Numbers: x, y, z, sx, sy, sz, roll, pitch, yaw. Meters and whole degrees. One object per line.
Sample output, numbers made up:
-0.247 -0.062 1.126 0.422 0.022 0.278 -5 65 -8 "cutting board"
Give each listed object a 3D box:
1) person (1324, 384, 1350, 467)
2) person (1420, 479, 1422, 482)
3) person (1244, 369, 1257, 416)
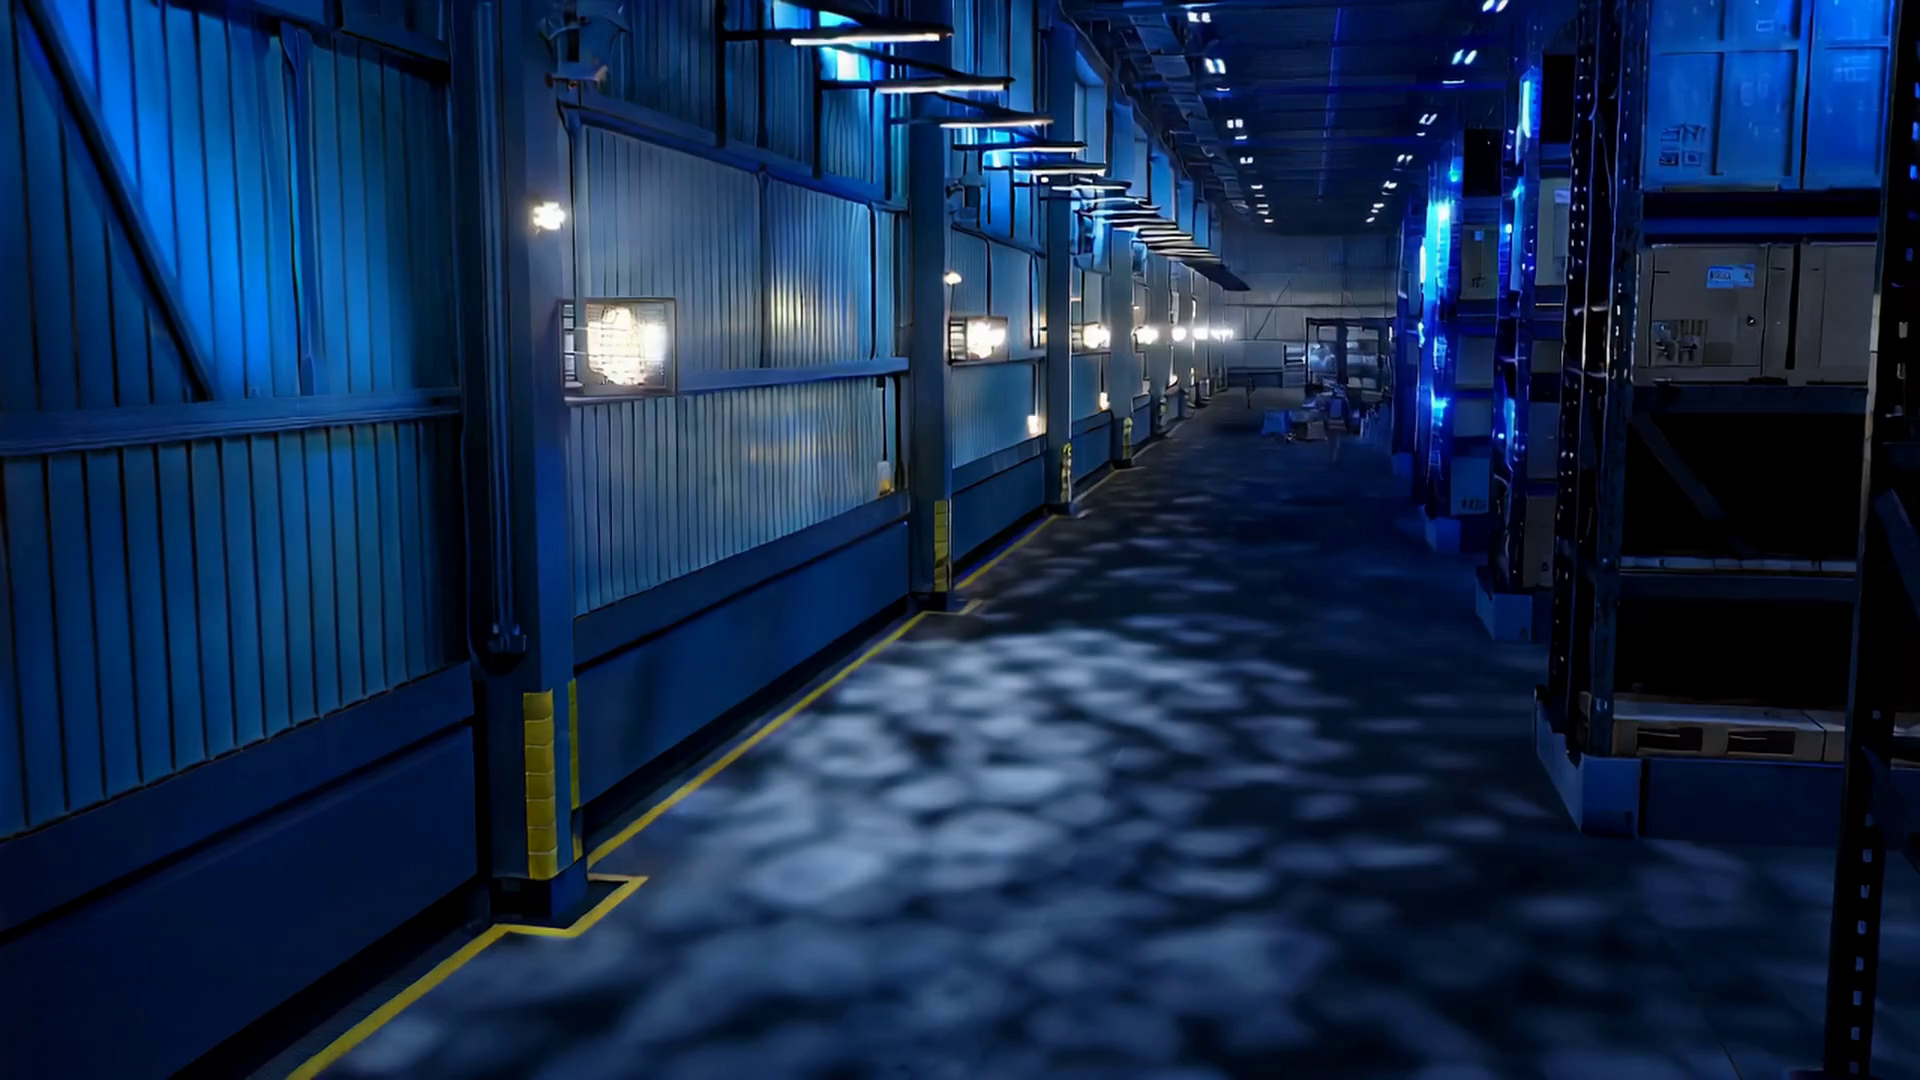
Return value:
8.601 -2.598 38.014 0.641 1.918 0.551 6 9 39 "person"
9.806 -2.096 33.912 1.010 1.945 0.631 1 7 6 "person"
10.765 -5.491 61.809 0.559 1.755 0.320 -5 9 -37 "person"
